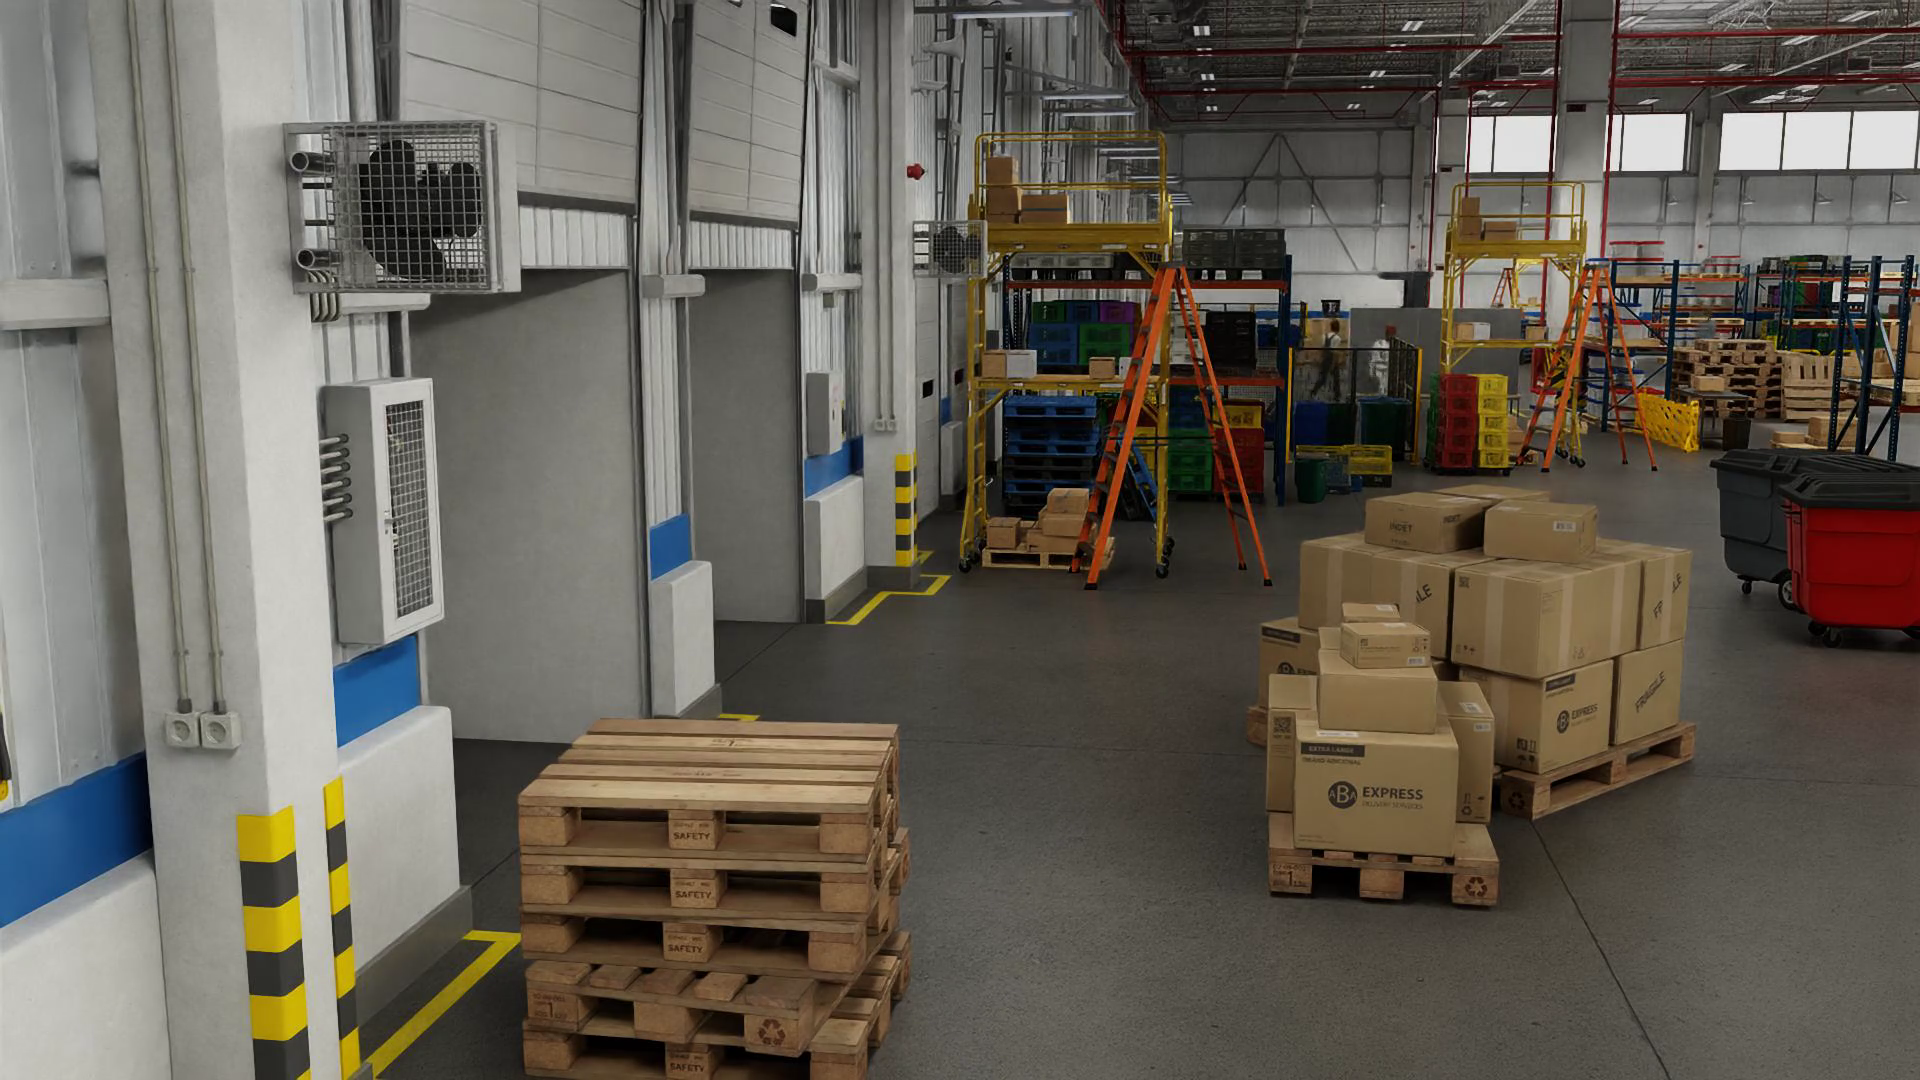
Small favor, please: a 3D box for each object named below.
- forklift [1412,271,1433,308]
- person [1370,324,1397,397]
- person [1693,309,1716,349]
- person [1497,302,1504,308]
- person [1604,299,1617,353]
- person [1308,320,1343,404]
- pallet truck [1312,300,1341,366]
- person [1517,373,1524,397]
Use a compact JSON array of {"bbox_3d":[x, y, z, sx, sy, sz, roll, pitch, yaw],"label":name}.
[{"bbox_3d":[11.580,-5.370,41.885,1.873,2.768,1.129,1,9,9],"label":"forklift"},{"bbox_3d":[7.843,-2.992,30.342,0.614,1.859,0.714,-3,10,-20],"label":"person"},{"bbox_3d":[18.567,-4.821,41.518,0.461,1.898,0.683,-4,10,-24],"label":"person"},{"bbox_3d":[15.693,-5.942,48.360,0.651,1.918,0.457,-3,10,-20],"label":"person"},{"bbox_3d":[21.708,-7.079,55.376,0.559,1.913,0.614,0,9,2],"label":"person"},{"bbox_3d":[7.829,-3.770,35.318,0.881,1.819,0.503,-7,11,-37],"label":"person"},{"bbox_3d":[11.159,-6.200,49.718,0.823,1.965,1.885,4,10,26],"label":"pallet truck"},{"bbox_3d":[12.248,-4.025,37.191,0.837,1.713,0.495,-4,10,-21],"label":"person"}]
